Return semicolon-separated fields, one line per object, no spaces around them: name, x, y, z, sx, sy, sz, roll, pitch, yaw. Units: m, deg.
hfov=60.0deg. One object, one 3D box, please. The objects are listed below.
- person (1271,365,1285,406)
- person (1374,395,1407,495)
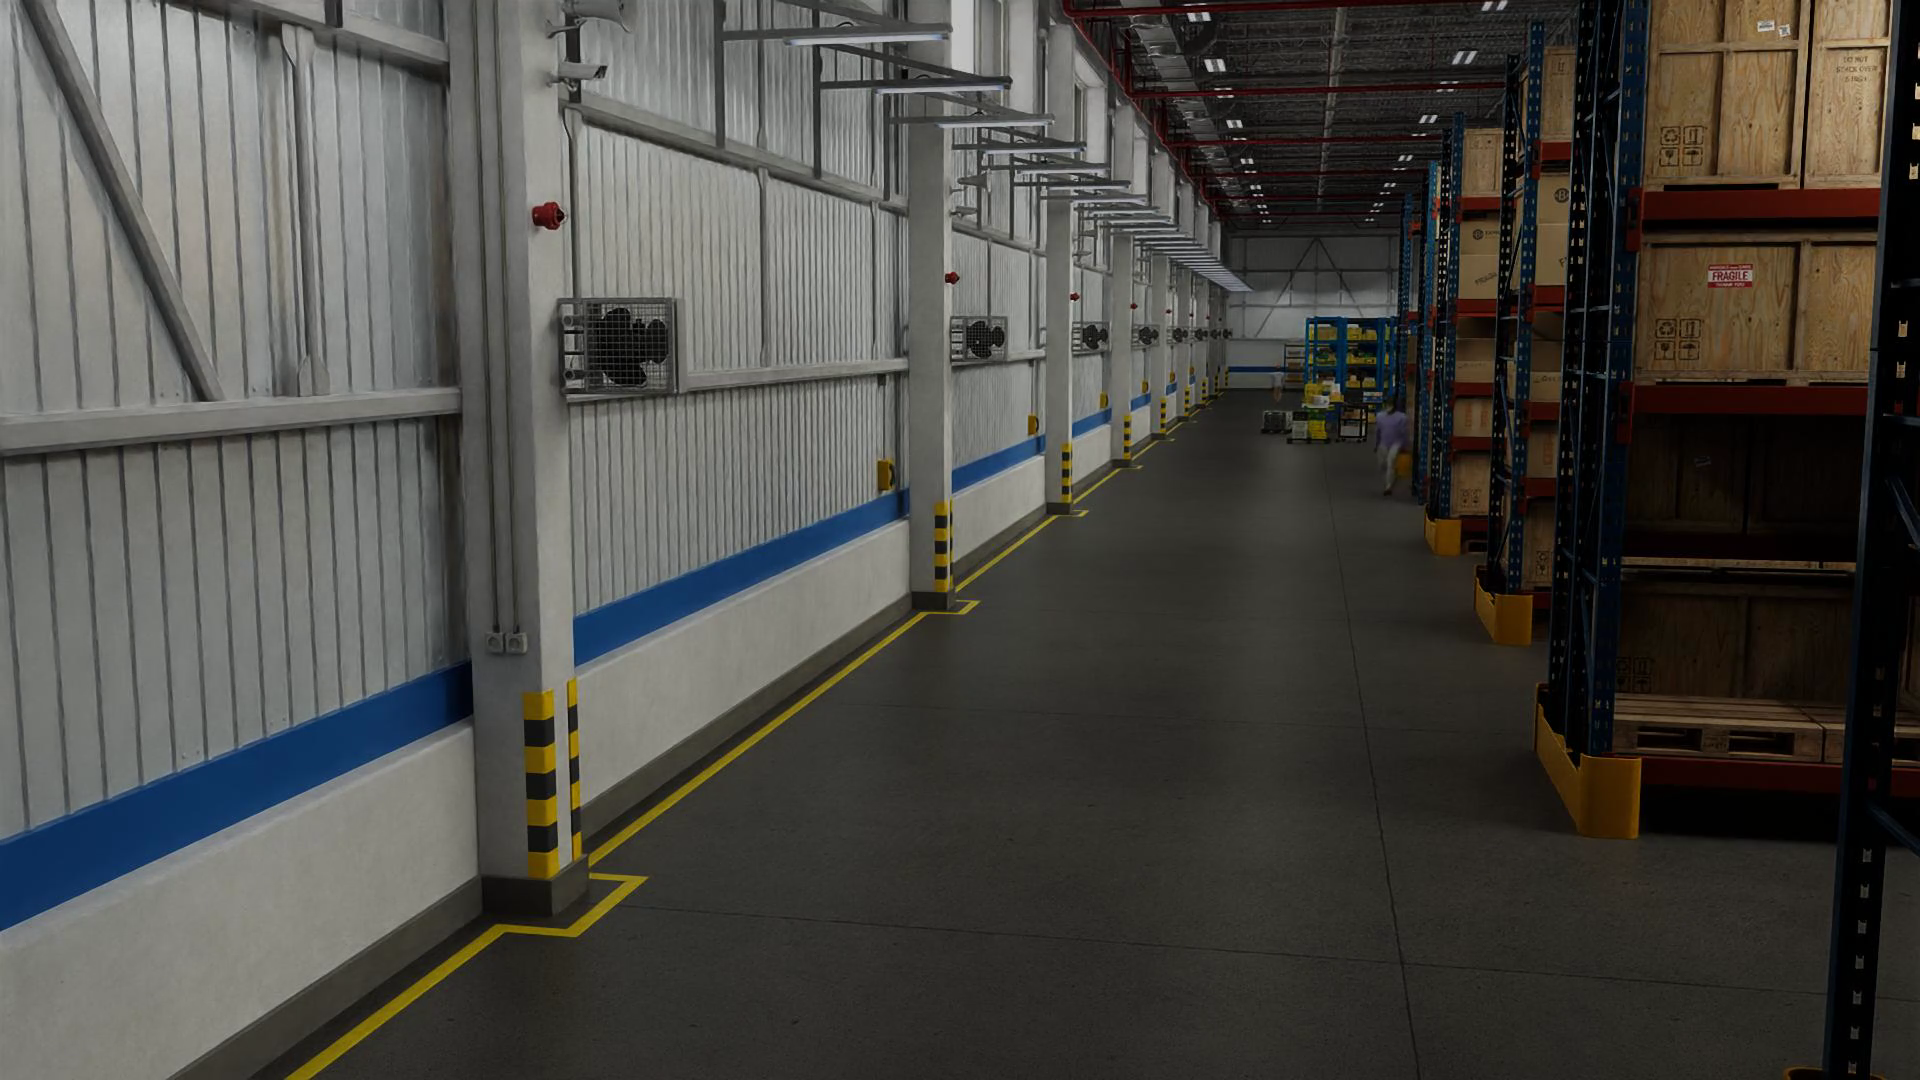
person;13.503;-6.567;70.541;0.584;1.715;0.835;2;7;16
person;8.180;-1.795;31.603;0.649;1.914;0.492;5;9;35
